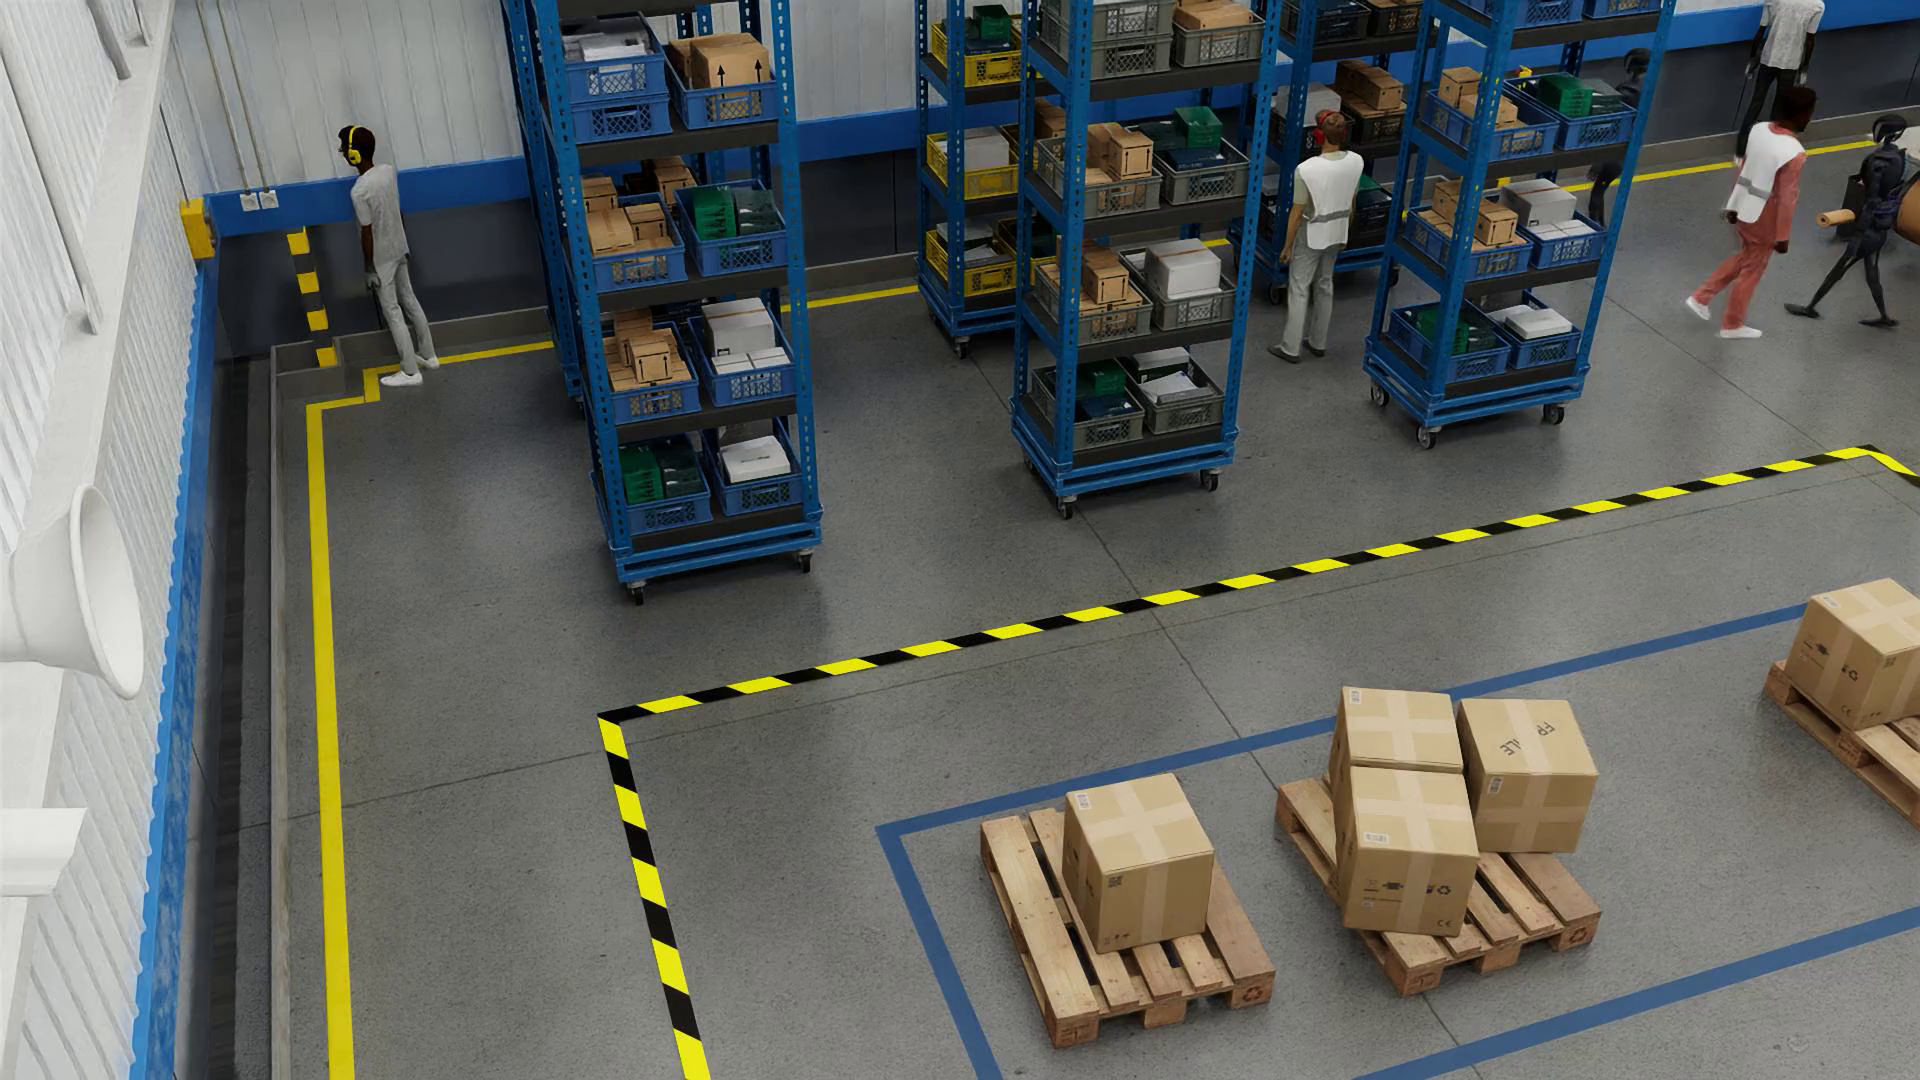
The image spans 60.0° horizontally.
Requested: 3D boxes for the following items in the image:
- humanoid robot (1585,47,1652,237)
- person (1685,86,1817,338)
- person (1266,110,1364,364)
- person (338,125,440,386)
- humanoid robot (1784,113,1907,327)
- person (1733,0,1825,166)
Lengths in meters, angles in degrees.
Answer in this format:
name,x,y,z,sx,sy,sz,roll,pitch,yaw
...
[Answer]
name,x,y,z,sx,sy,sz,roll,pitch,yaw
humanoid robot,5.206,-3.098,13.229,0.341,1.652,0.586,20,40,26
person,5.736,-2.321,11.929,0.433,1.904,0.604,-2,35,-3
person,2.520,-2.104,11.685,0.575,1.830,0.412,-18,39,-24
person,-3.941,-1.954,11.445,0.314,1.862,0.506,8,36,11
humanoid robot,6.665,-2.328,12.176,0.776,1.616,0.611,22,41,28
person,7.178,-4.158,14.577,0.510,1.858,0.332,24,41,30
